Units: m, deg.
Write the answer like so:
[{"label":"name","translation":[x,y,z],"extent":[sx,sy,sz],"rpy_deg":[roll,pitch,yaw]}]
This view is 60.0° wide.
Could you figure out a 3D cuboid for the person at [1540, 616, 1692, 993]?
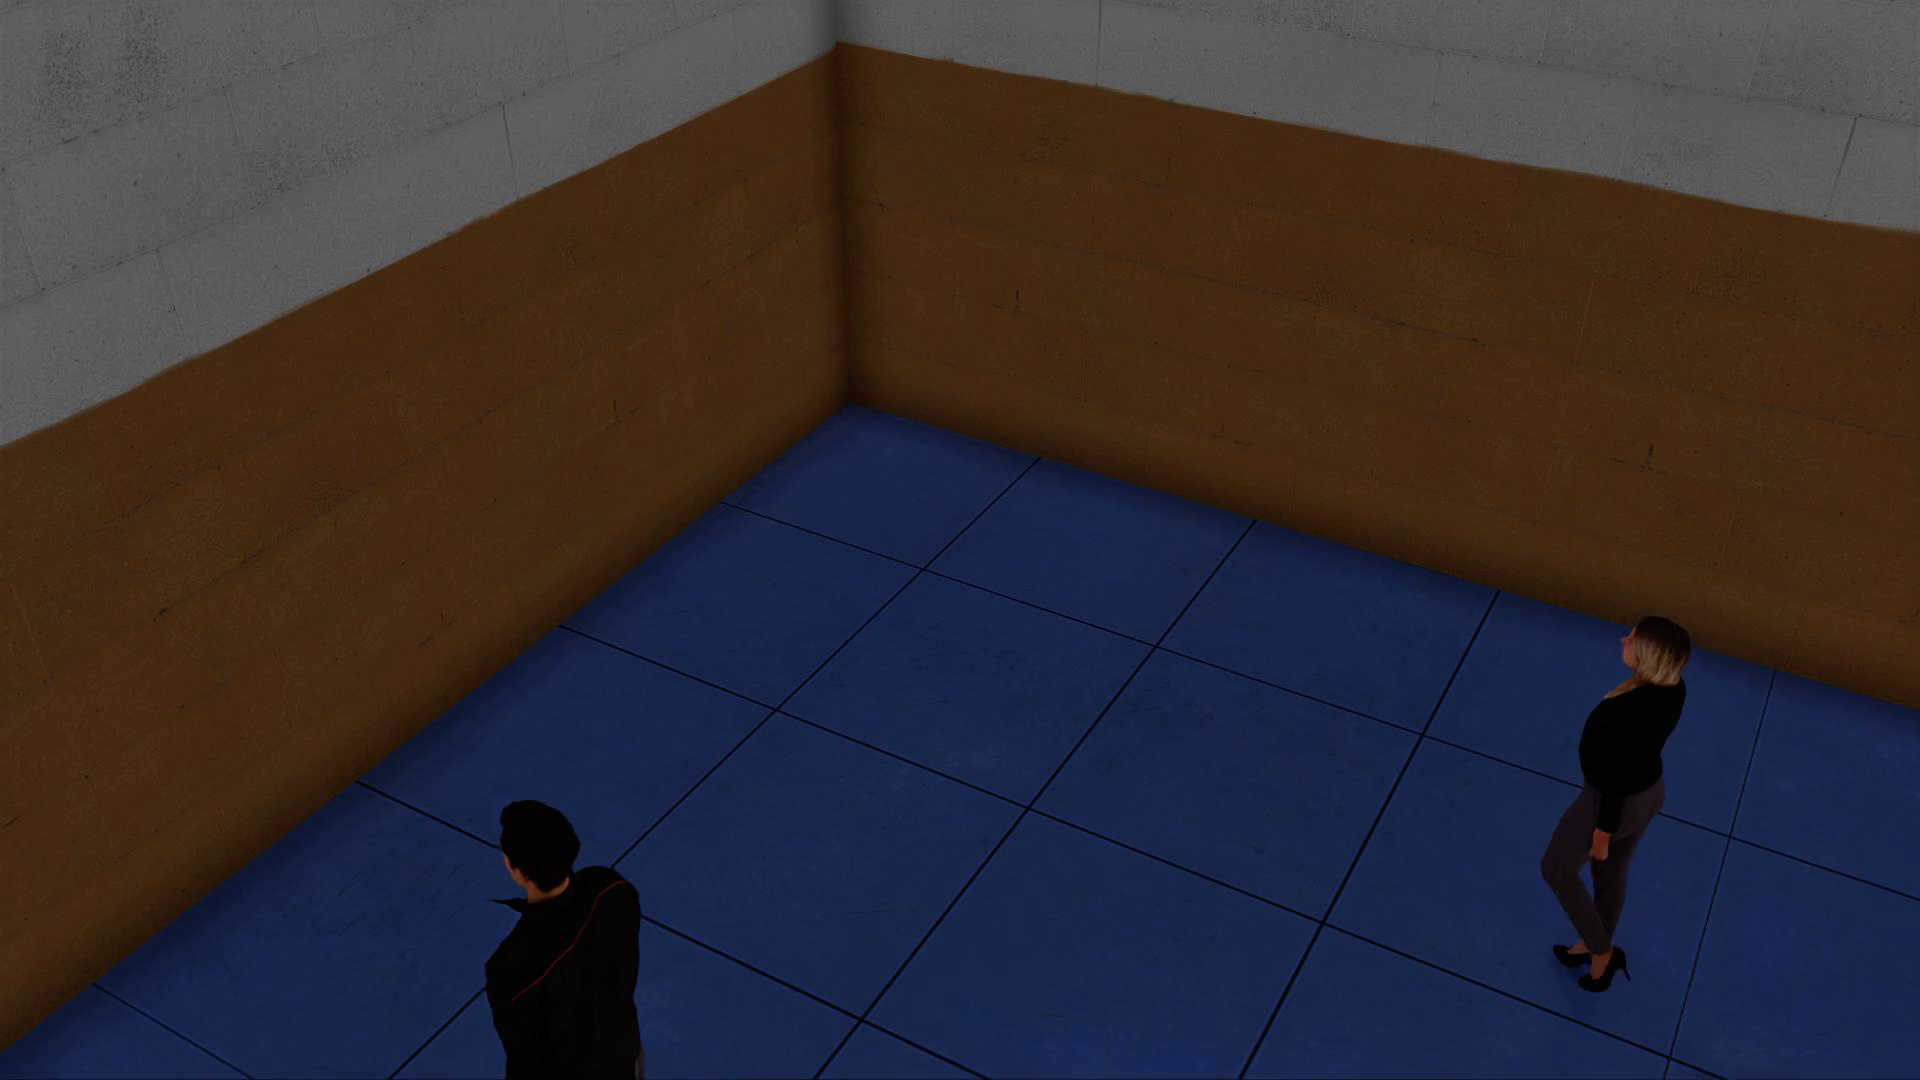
[{"label":"person","translation":[2.429,1.005,5.943],"extent":[0.662,1.664,0.747],"rpy_deg":[-28,43,-35]}]

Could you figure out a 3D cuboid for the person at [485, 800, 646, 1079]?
[{"label":"person","translation":[-1.116,1.521,4.913],"extent":[0.762,1.946,0.530],"rpy_deg":[16,37,22]}]
